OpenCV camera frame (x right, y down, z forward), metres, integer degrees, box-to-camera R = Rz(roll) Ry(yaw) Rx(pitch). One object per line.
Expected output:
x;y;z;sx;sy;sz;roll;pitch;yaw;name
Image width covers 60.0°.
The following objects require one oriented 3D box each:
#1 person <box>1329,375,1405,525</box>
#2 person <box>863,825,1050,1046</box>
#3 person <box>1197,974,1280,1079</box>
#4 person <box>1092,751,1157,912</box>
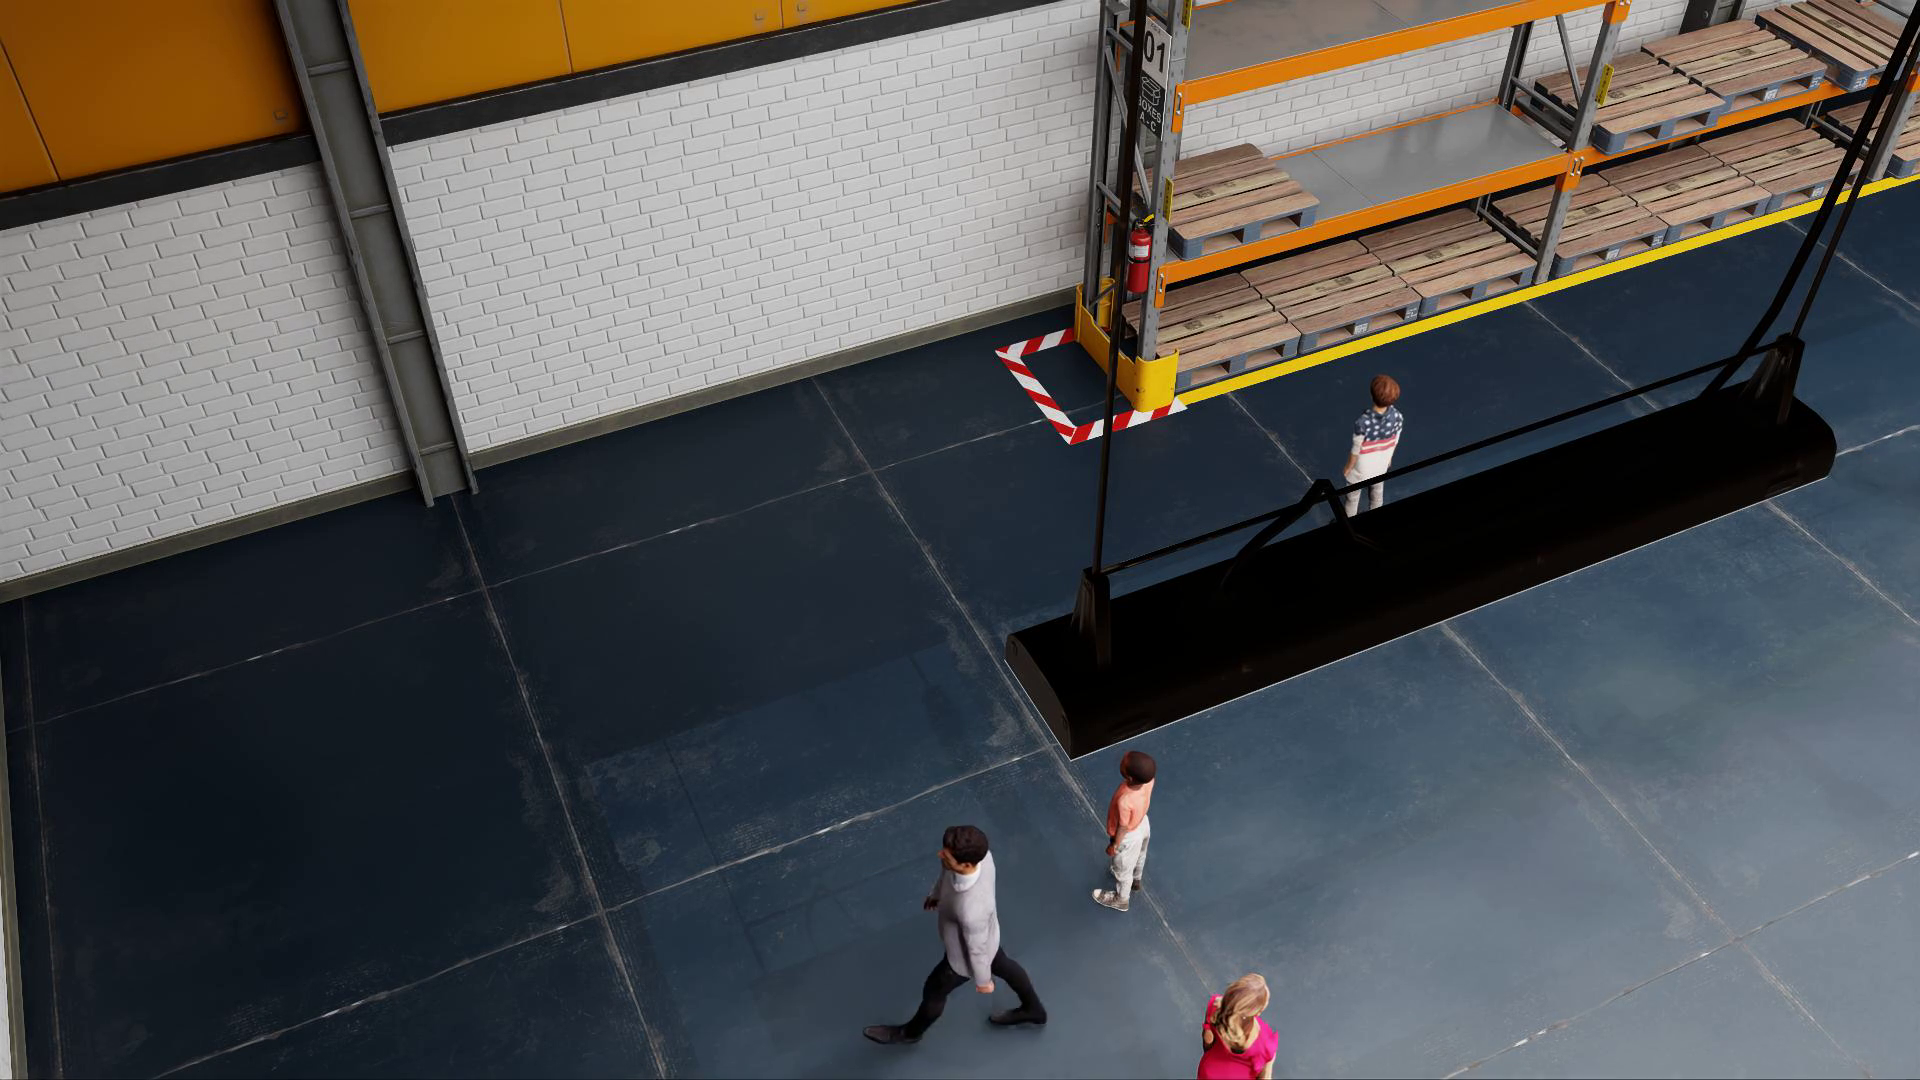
2.911;-0.579;11.805;0.462;1.438;0.604;-12;45;-12;person
0.149;2.085;8.695;1.378;1.871;1.134;2;44;2;person
1.327;2.664;8.190;0.631;1.729;0.631;-33;52;-30;person
0.981;1.657;9.551;0.618;1.311;0.534;25;49;24;person
